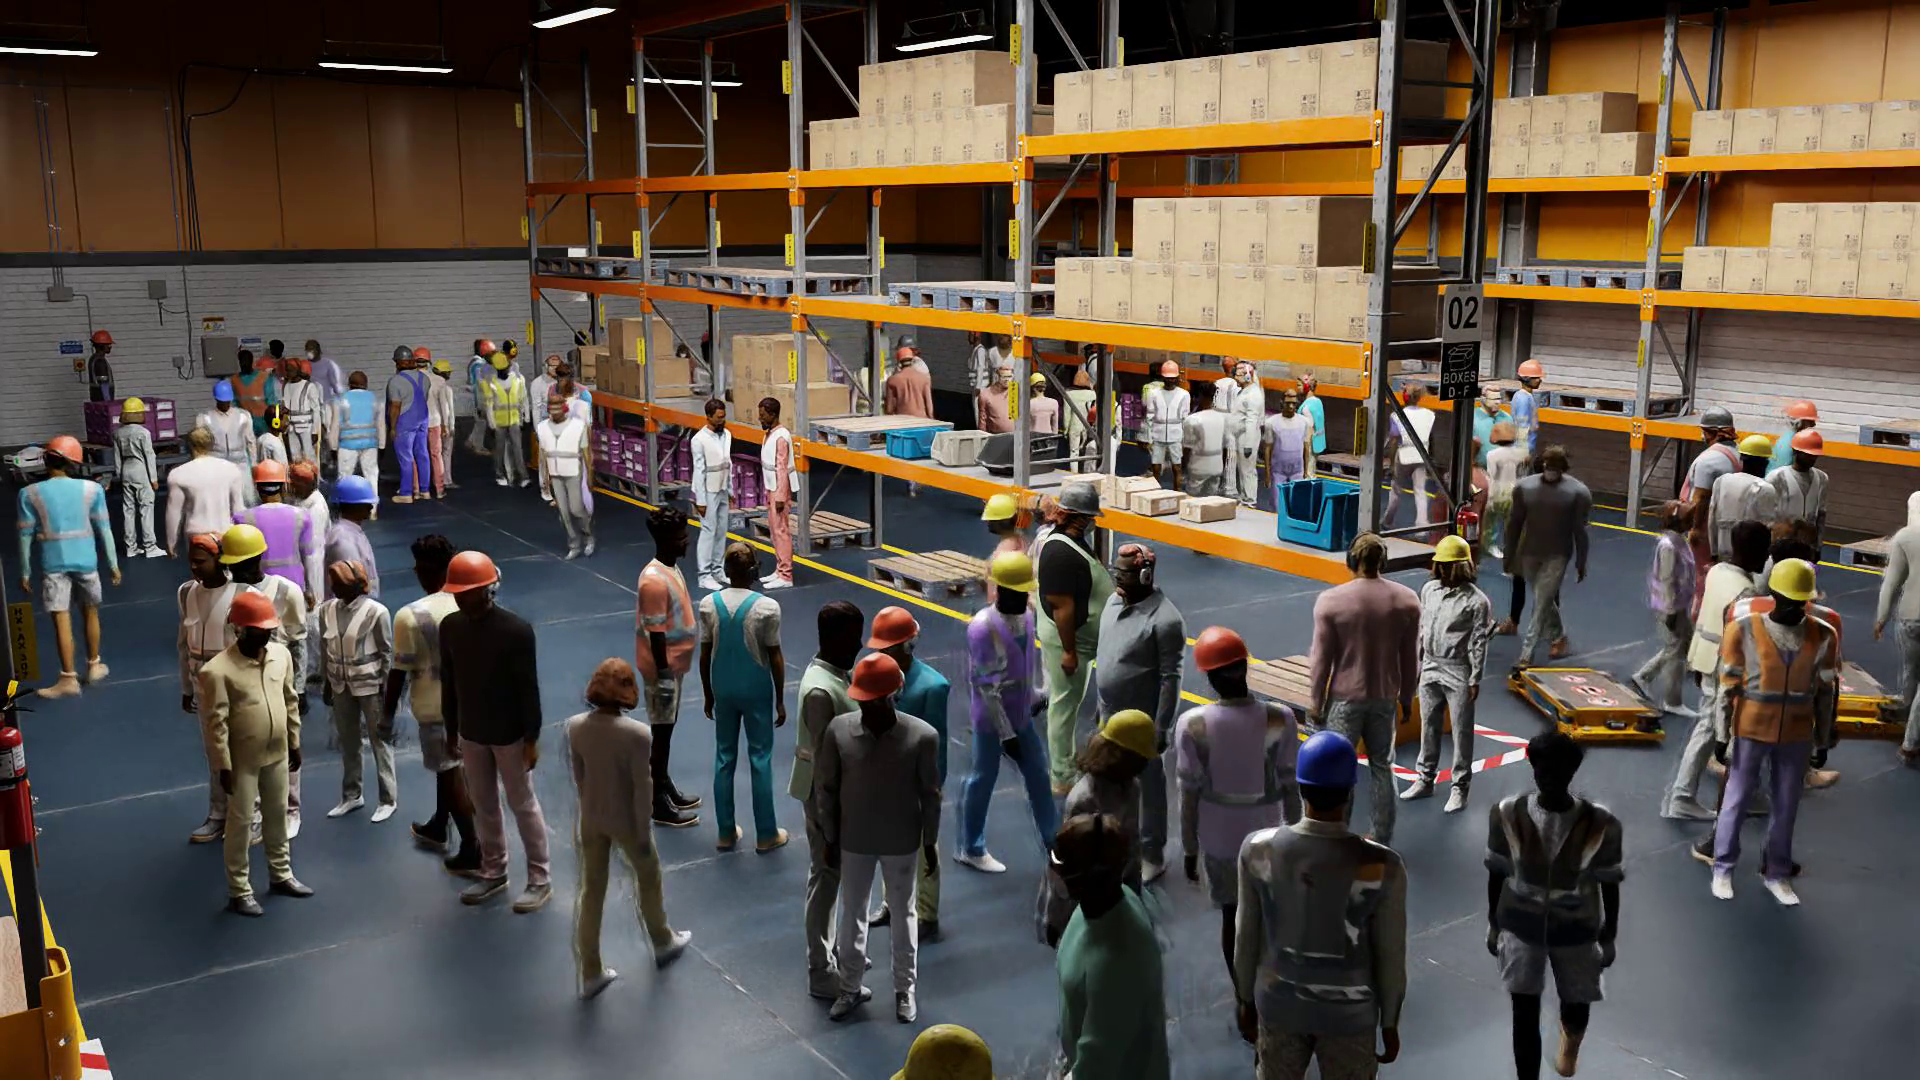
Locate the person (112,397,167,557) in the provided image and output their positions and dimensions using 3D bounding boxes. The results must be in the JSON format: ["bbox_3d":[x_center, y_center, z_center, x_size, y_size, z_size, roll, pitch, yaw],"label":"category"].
[{"bbox_3d":[-8.936,-0.680,18.096,0.492,1.742,0.317,3,11,15],"label":"person"}]

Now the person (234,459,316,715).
[{"bbox_3d":[-5.052,0.364,12.300,0.548,1.924,0.387,-7,13,-33],"label":"person"}]

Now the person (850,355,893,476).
[{"bbox_3d":[-1.254,-1.808,23.723,0.635,1.809,0.830,1,11,6],"label":"person"}]

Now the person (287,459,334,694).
[{"bbox_3d":[-5.001,0.275,12.953,0.378,1.853,0.681,-5,12,-24],"label":"person"}]

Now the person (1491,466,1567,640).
[{"bbox_3d":[4.973,0.066,14.477,0.674,1.672,0.338,6,13,29],"label":"person"}]

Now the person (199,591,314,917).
[{"bbox_3d":[-3.732,1.123,8.867,0.357,1.744,0.569,6,12,26],"label":"person"}]

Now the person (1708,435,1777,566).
[{"bbox_3d":[6.429,0.094,13.667,0.376,1.922,0.593,-5,12,-24],"label":"person"}]

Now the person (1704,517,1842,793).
[{"bbox_3d":[5.272,0.738,10.754,0.959,1.773,0.577,9,14,38],"label":"person"}]

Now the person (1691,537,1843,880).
[{"bbox_3d":[4.533,0.947,9.308,0.695,1.951,0.381,10,15,41],"label":"person"}]

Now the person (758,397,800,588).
[{"bbox_3d":[-1.820,-0.479,16.654,0.402,1.909,0.599,-3,12,-17],"label":"person"}]

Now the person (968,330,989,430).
[{"bbox_3d":[0.287,-2.558,27.368,0.360,1.877,0.588,-1,11,-7],"label":"person"}]

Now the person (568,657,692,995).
[{"bbox_3d":[-1.624,1.344,8.089,0.520,1.596,0.797,5,12,24],"label":"person"}]

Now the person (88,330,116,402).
[{"bbox_3d":[-12.481,-2.040,24.303,0.404,2.037,0.606,-8,13,-35],"label":"person"}]

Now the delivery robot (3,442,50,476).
[{"bbox_3d":[-12.891,-1.116,23.135,0.477,0.478,0.707,6,13,29],"label":"delivery robot"}]

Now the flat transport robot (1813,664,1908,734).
[{"bbox_3d":[6.558,1.146,12.529,0.652,0.197,1.431,2,11,12],"label":"flat transport robot"}]

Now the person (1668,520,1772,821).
[{"bbox_3d":[4.778,0.812,10.079,0.857,1.884,0.625,2,11,12],"label":"person"}]

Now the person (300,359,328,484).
[{"bbox_3d":[-8.950,-1.610,22.837,0.344,1.747,0.572,9,14,37],"label":"person"}]

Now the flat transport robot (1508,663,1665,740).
[{"bbox_3d":[4.619,1.184,12.336,0.652,0.197,1.431,0,11,0],"label":"flat transport robot"}]

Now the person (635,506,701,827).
[{"bbox_3d":[-1.790,0.756,10.173,0.373,1.966,0.605,0,11,-2],"label":"person"}]

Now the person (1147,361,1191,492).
[{"bbox_3d":[2.576,-1.262,20.625,0.542,1.929,0.395,2,11,10],"label":"person"}]

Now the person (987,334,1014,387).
[{"bbox_3d":[0.735,-2.583,27.724,0.580,1.810,0.662,1,11,4],"label":"person"}]

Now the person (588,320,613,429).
[{"bbox_3d":[-6.118,-2.759,28.120,0.618,1.985,0.408,-4,12,-17],"label":"person"}]

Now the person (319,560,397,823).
[{"bbox_3d":[-3.681,0.919,10.186,0.517,1.636,0.313,4,12,19],"label":"person"}]

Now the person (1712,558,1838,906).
[{"bbox_3d":[4.370,1.028,8.942,0.612,1.916,0.399,1,11,7],"label":"person"}]

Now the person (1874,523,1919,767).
[{"bbox_3d":[6.700,0.555,11.418,0.659,1.879,1.018,10,15,41],"label":"person"}]

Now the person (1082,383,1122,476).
[{"bbox_3d":[1.796,-1.208,21.069,0.522,1.636,0.311,5,12,24],"label":"person"}]

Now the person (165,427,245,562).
[{"bbox_3d":[-6.581,-0.042,14.479,1.009,1.885,0.647,8,13,35],"label":"person"}]

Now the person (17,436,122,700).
[{"bbox_3d":[-6.952,0.205,12.956,0.674,1.993,0.693,-8,14,-37],"label":"person"}]

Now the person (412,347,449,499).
[{"bbox_3d":[-7.032,-1.532,21.845,0.620,1.986,0.408,-4,12,-18],"label":"person"}]

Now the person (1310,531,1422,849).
[{"bbox_3d":[2.305,0.904,9.511,0.631,1.931,0.363,-1,11,-7],"label":"person"}]

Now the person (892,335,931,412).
[{"bbox_3d":[-0.748,-1.884,23.496,0.535,2.000,0.688,-7,13,-32],"label":"person"}]

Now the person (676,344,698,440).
[{"bbox_3d":[-4.573,-2.457,27.528,0.511,1.609,0.718,-1,11,-5],"label":"person"}]

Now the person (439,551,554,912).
[{"bbox_3d":[-2.503,1.016,8.842,0.629,1.978,0.457,5,12,23],"label":"person"}]

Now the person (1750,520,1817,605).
[{"bbox_3d":[5.613,0.667,11.495,0.524,1.630,0.313,8,14,37],"label":"person"}]

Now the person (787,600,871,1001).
[{"bbox_3d":[-0.620,1.221,7.933,0.391,1.913,0.587,0,11,-1],"label":"person"}]

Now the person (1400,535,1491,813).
[{"bbox_3d":[3.037,0.827,10.382,0.304,1.745,0.483,-9,15,-40],"label":"person"}]

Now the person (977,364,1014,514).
[{"bbox_3d":[0.537,-1.209,20.422,0.642,1.899,0.395,-3,11,-14],"label":"person"}]

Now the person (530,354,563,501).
[{"bbox_3d":[-5.278,-1.471,21.739,0.400,1.905,0.643,10,15,42],"label":"person"}]

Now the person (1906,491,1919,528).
[{"bbox_3d":[7.719,0.250,13.095,0.375,1.840,0.588,-10,15,-42],"label":"person"}]

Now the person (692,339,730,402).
[{"bbox_3d":[-3.573,-1.940,24.075,0.614,1.932,0.951,-10,15,-43],"label":"person"}]

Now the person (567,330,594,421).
[{"bbox_3d":[-6.093,-2.441,26.819,0.521,1.861,0.324,5,12,24],"label":"person"}]

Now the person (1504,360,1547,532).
[{"bbox_3d":[6.545,-1.062,19.279,0.377,2.045,0.605,3,11,14],"label":"person"}]

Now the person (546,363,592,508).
[{"bbox_3d":[-4.978,-1.326,21.148,0.624,1.845,0.430,4,12,19],"label":"person"}]

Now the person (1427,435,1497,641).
[{"bbox_3d":[4.217,0.025,14.194,0.748,1.852,0.655,7,13,33],"label":"person"}]

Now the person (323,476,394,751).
[{"bbox_3d":[-4.156,0.514,11.526,0.530,1.929,0.622,-2,11,-9],"label":"person"}]

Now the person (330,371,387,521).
[{"bbox_3d":[-7.307,-1.140,20.249,0.659,1.822,0.455,-7,13,-31],"label":"person"}]

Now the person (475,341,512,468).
[{"bbox_3d":[-6.886,-2.027,24.683,0.574,1.870,1.023,-2,11,-12],"label":"person"}]

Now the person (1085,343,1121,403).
[{"bbox_3d":[2.066,-1.996,24.069,0.535,2.000,0.681,-2,11,-8],"label":"person"}]

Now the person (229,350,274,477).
[{"bbox_3d":[-9.742,-1.701,22.998,0.603,1.886,0.950,-1,11,-3],"label":"person"}]

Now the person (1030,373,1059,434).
[{"bbox_3d":[0.978,-1.195,20.695,0.522,1.761,0.321,-5,12,-26],"label":"person"}]

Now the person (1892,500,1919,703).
[{"bbox_3d":[7.310,0.348,12.455,0.402,1.896,0.652,-4,12,-22],"label":"person"}]
